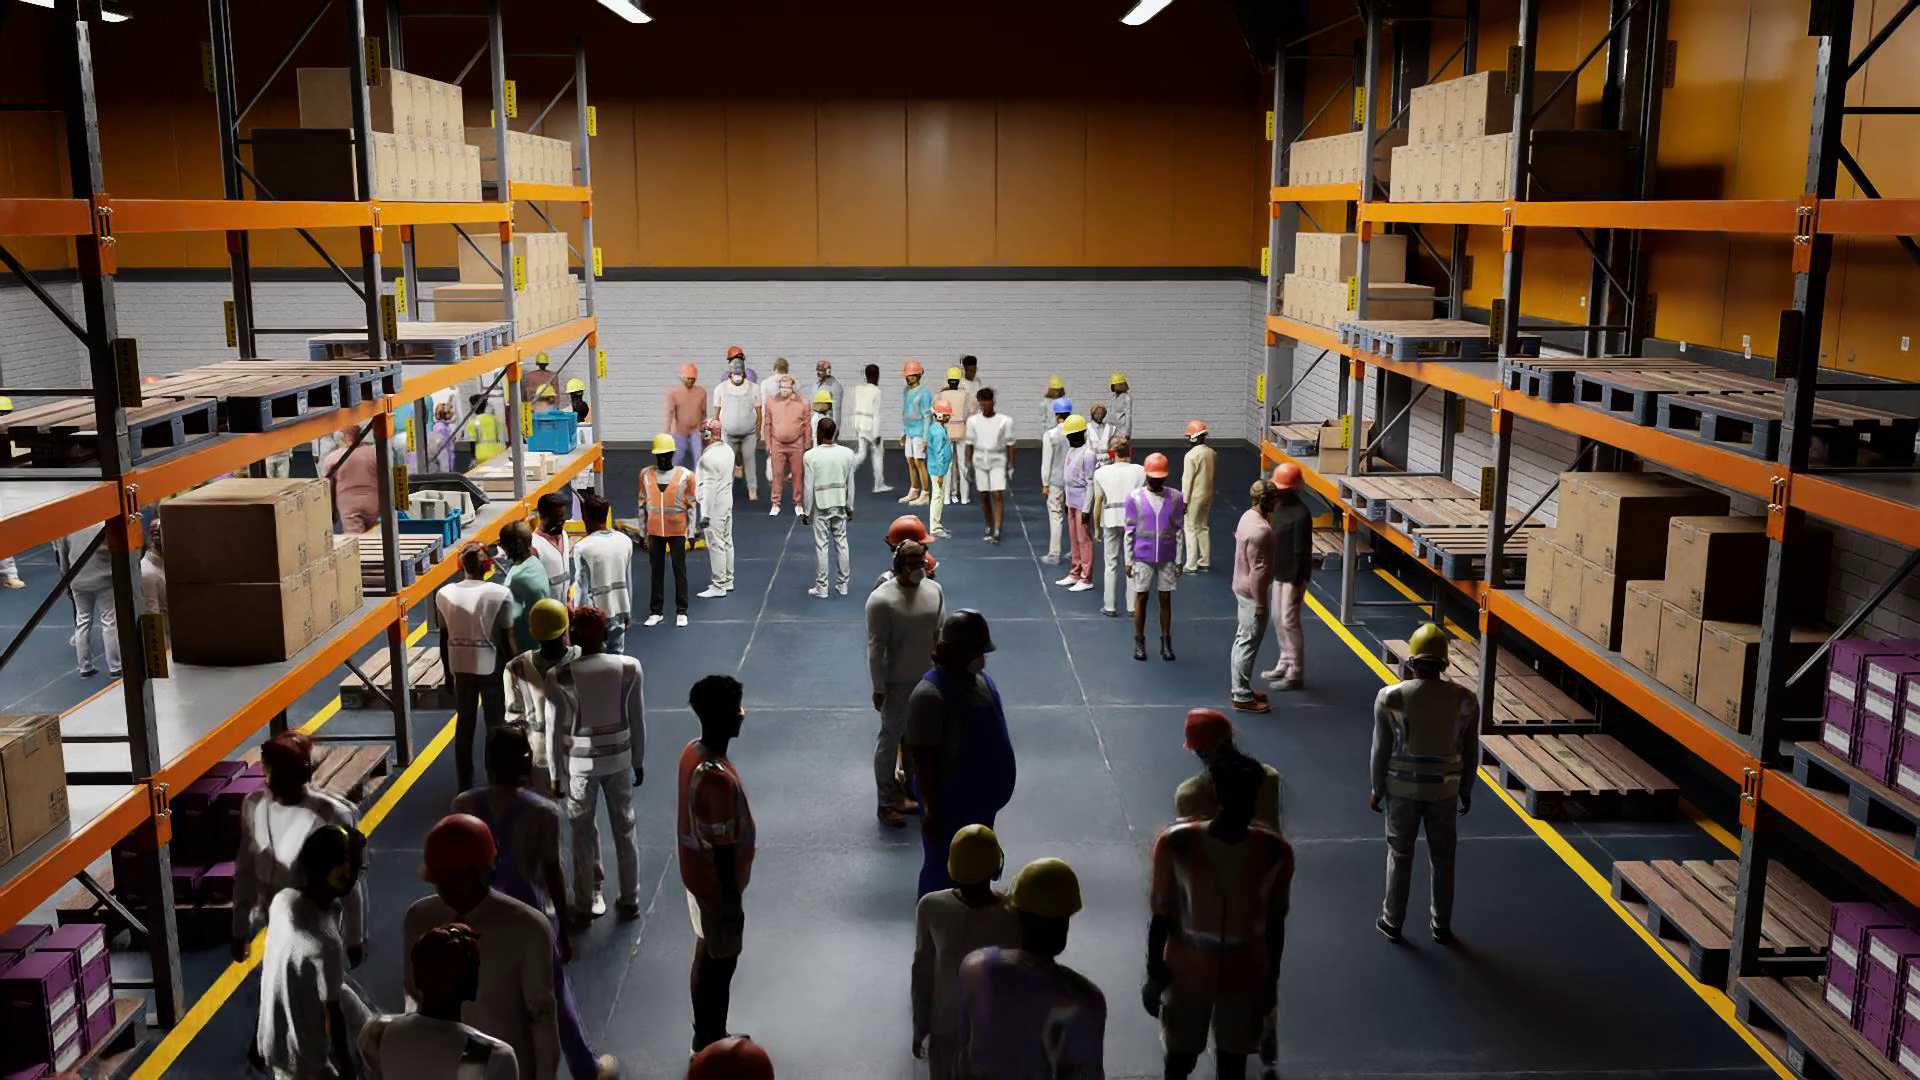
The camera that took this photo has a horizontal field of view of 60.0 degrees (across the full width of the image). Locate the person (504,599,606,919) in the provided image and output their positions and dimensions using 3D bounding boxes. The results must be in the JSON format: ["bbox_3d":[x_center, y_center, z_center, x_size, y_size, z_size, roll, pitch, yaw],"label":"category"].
[{"bbox_3d":[-2.320,1.261,9.645,0.591,1.911,0.398,-3,12,-12],"label":"person"}]

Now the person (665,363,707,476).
[{"bbox_3d":[-3.963,-1.596,23.943,0.640,1.942,0.870,-5,12,-24],"label":"person"}]

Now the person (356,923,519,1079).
[{"bbox_3d":[-1.641,2.136,5.351,0.577,1.877,0.342,4,12,18],"label":"person"}]

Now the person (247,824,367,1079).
[{"bbox_3d":[-2.480,1.958,6.435,1.005,1.791,0.596,-9,14,-37],"label":"person"}]

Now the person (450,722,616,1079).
[{"bbox_3d":[-1.998,1.721,7.591,0.630,1.825,0.464,1,11,4],"label":"person"}]

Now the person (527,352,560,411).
[{"bbox_3d":[-6.897,-2.236,27.564,0.527,1.761,0.343,-3,12,-15],"label":"person"}]

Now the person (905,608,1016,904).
[{"bbox_3d":[0.036,1.348,8.872,0.536,2.000,0.688,6,13,29],"label":"person"}]

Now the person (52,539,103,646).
[{"bbox_3d":[-8.246,0.020,15.680,0.406,1.986,0.617,9,15,39],"label":"person"}]

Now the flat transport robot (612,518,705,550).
[{"bbox_3d":[-3.750,-0.095,20.563,0.652,0.197,1.431,-7,13,-32],"label":"flat transport robot"}]

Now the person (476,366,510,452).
[{"bbox_3d":[-7.671,-2.269,27.405,0.584,1.882,0.345,4,12,17],"label":"person"}]

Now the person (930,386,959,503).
[{"bbox_3d":[-0.201,-1.338,23.340,0.514,1.645,0.308,-1,11,-5],"label":"person"}]

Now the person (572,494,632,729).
[{"bbox_3d":[-2.782,0.592,13.004,0.401,1.909,0.599,6,13,29],"label":"person"}]

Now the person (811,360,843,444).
[{"bbox_3d":[-1.995,-1.707,24.558,0.400,1.900,0.646,-9,14,-37],"label":"person"}]

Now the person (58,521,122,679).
[{"bbox_3d":[-7.584,0.354,14.601,0.566,1.744,0.350,0,11,-1],"label":"person"}]

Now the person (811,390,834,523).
[{"bbox_3d":[-1.795,-1.103,21.912,0.295,1.743,0.493,2,11,11],"label":"person"}]

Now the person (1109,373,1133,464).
[{"bbox_3d":[2.324,-1.583,24.349,0.326,1.734,0.490,-6,13,-29],"label":"person"}]

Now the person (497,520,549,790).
[{"bbox_3d":[-3.075,0.807,11.846,0.352,1.936,0.635,-4,12,-19],"label":"person"}]

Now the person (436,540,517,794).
[{"bbox_3d":[-3.335,0.919,11.534,0.566,1.839,0.393,2,12,11],"label":"person"}]

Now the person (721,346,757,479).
[{"bbox_3d":[-3.391,-1.955,25.497,0.607,2.026,0.440,-8,14,-34],"label":"person"}]

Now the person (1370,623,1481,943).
[{"bbox_3d":[2.584,1.365,9.309,0.590,1.833,0.404,1,11,3],"label":"person"}]

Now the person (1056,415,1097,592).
[{"bbox_3d":[1.268,-0.401,17.956,0.380,1.917,0.586,-4,12,-18],"label":"person"}]

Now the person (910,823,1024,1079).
[{"bbox_3d":[0.052,1.950,6.560,0.522,1.764,0.318,3,12,14],"label":"person"}]

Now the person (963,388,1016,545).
[{"bbox_3d":[0.334,-0.896,20.425,0.627,1.921,0.882,3,12,17],"label":"person"}]

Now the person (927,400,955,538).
[{"bbox_3d":[-0.238,-0.893,20.874,0.352,1.738,0.573,-1,11,-3],"label":"person"}]

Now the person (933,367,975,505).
[{"bbox_3d":[-0.088,-1.443,23.152,0.593,1.925,0.384,-1,11,-5],"label":"person"}]

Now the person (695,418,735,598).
[{"bbox_3d":[-2.624,-0.342,17.680,0.404,1.911,0.636,2,12,12],"label":"person"}]

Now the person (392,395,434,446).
[{"bbox_3d":[-7.603,-1.403,23.014,0.641,1.905,0.410,1,11,6],"label":"person"}]

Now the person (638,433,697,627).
[{"bbox_3d":[-2.887,-0.096,16.395,0.585,1.929,0.370,1,11,5],"label":"person"}]

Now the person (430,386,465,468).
[{"bbox_3d":[-7.519,-1.622,24.193,0.595,1.865,0.621,-3,12,-13],"label":"person"}]

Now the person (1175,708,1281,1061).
[{"bbox_3d":[1.337,1.666,8.129,0.586,1.699,0.774,-1,11,-7],"label":"person"}]

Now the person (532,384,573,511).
[{"bbox_3d":[-5.572,-1.267,22.758,0.795,1.731,0.537,-8,14,-36],"label":"person"}]

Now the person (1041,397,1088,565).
[{"bbox_3d":[1.206,-0.686,19.330,0.605,1.938,0.410,-6,13,-28],"label":"person"}]
